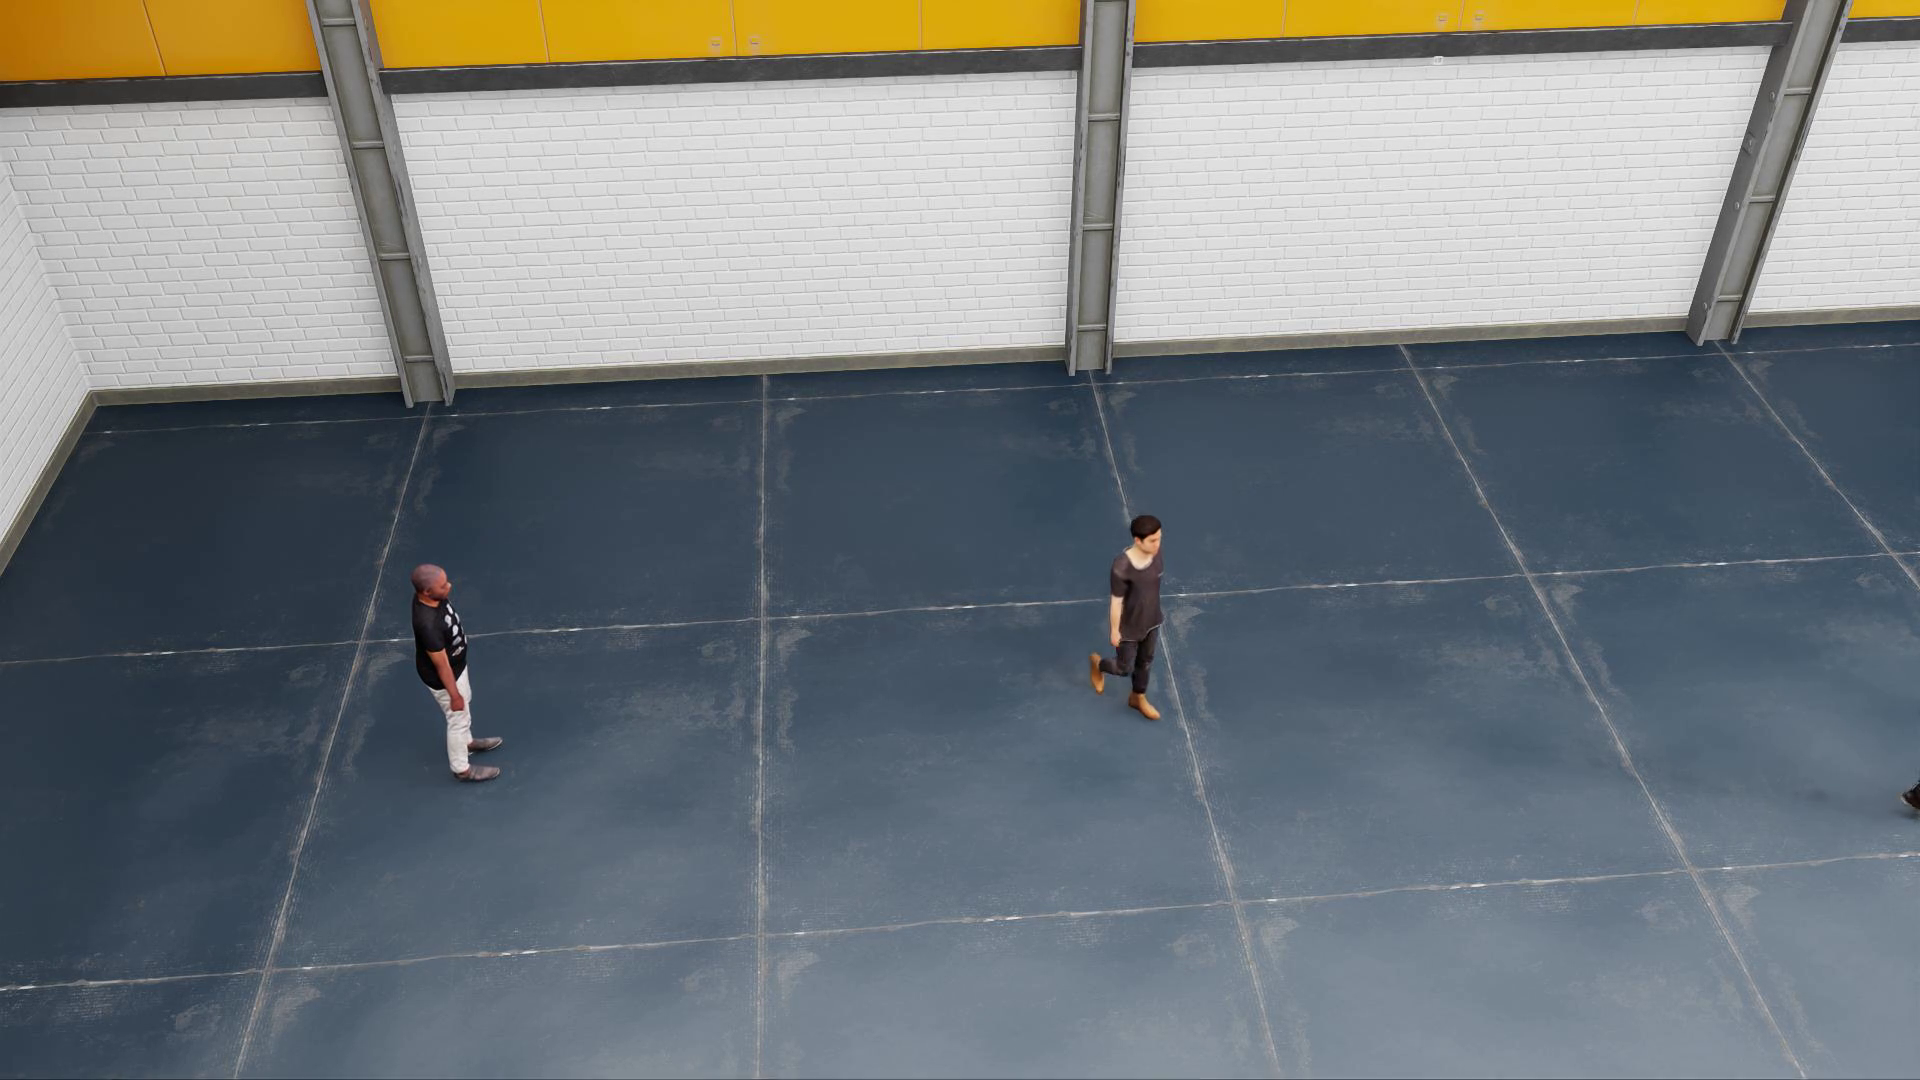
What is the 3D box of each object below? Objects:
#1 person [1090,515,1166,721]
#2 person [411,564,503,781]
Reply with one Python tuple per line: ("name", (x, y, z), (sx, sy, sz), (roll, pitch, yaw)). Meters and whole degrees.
("person", (1.158, 0.495, 11.452), (0.920, 1.704, 0.938), (-27, 46, -30))
("person", (-3.383, 0.861, 10.917), (0.673, 1.801, 0.703), (-9, 40, -12))
